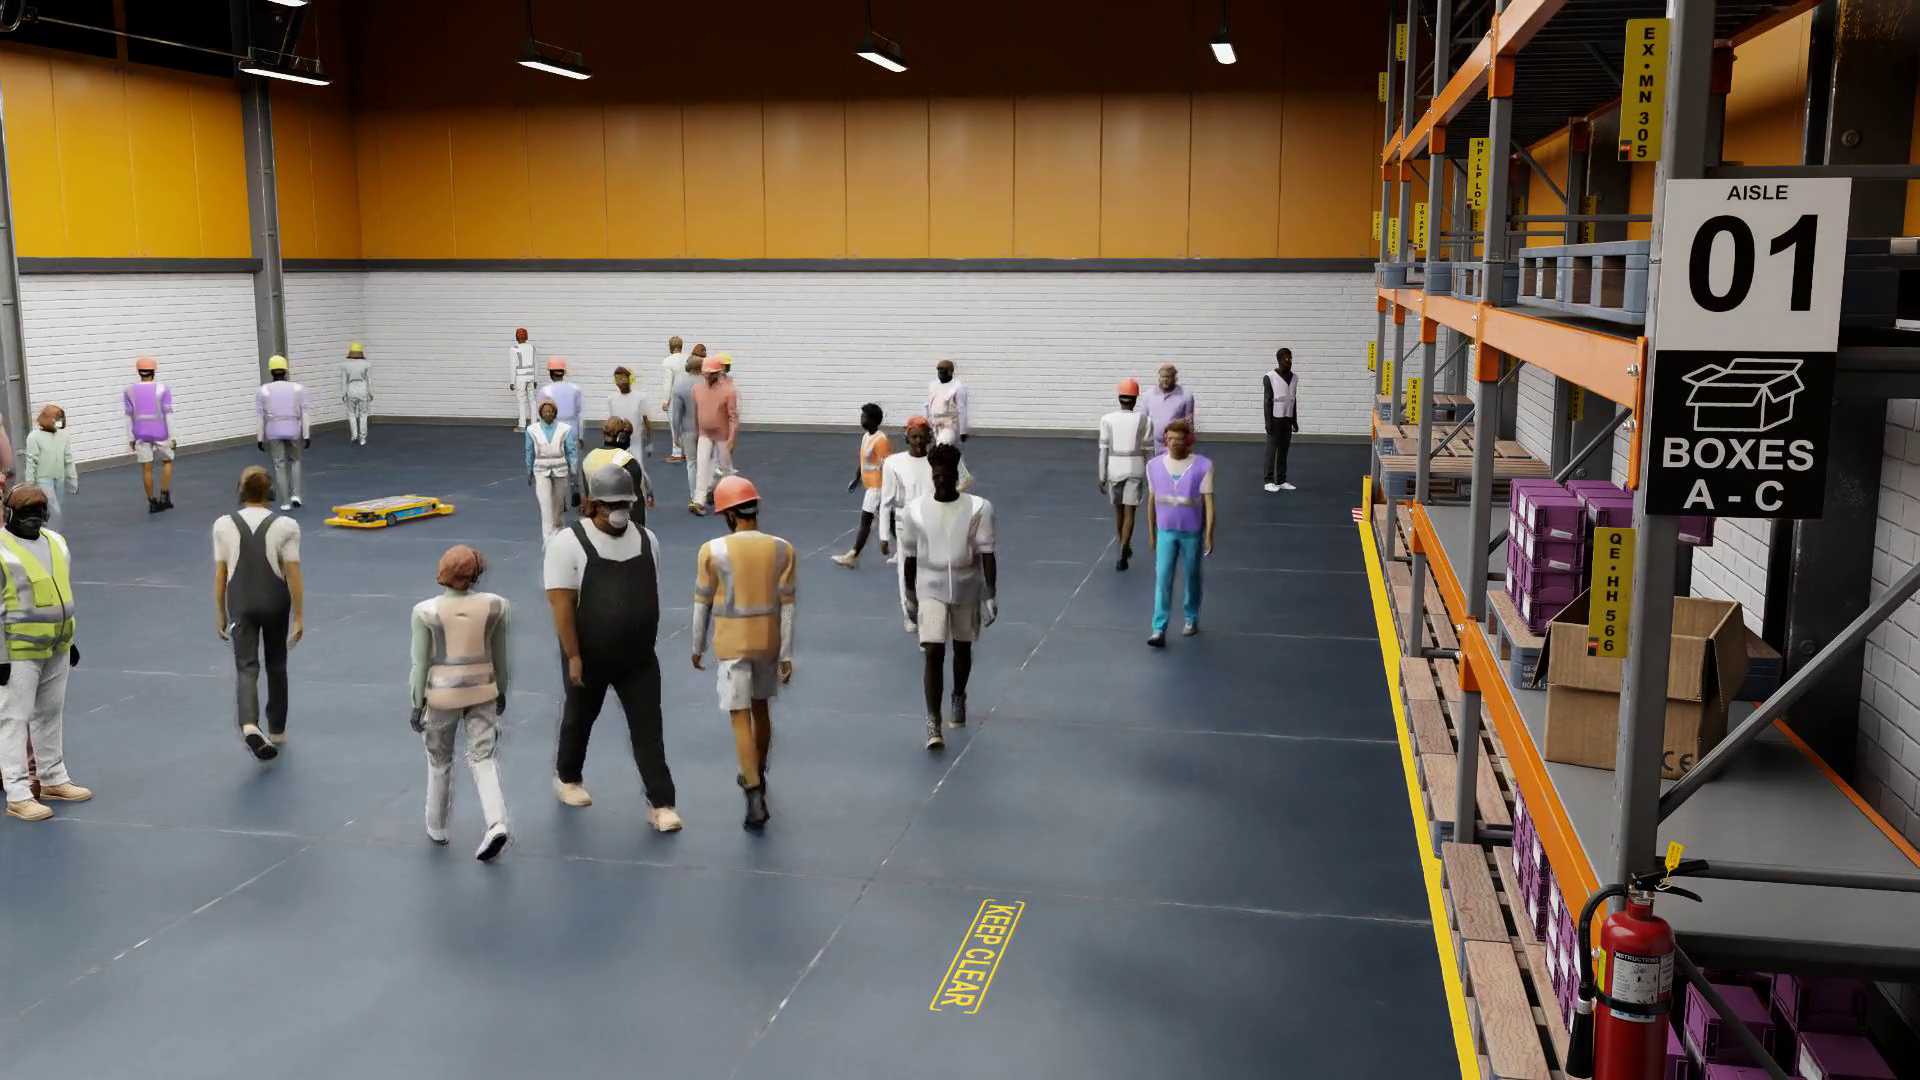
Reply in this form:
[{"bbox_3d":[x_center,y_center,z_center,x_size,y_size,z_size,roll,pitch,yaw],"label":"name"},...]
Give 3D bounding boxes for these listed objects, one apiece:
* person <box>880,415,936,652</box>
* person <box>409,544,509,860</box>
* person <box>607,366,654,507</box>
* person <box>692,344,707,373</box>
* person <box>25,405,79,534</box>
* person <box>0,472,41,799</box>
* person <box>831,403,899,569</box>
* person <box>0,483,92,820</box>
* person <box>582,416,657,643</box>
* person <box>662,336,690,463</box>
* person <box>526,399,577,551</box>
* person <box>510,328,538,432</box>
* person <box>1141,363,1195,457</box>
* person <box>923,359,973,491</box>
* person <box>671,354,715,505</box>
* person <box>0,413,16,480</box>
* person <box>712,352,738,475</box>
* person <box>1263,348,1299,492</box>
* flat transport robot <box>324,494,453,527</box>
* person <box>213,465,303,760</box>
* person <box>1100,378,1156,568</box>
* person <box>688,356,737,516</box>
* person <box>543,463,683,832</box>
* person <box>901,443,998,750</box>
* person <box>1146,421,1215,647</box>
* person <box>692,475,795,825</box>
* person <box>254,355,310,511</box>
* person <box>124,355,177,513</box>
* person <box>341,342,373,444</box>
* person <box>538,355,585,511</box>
[{"bbox_3d":[-0.350,-0.090,13.358,0.589,1.848,0.958,-1,9,-5],"label":"person"},{"bbox_3d":[-2.546,0.825,8.536,0.527,1.606,0.744,-6,11,-30],"label":"person"},{"bbox_3d":[-3.938,-1.186,20.000,0.518,1.837,0.700,1,9,7],"label":"person"},{"bbox_3d":[-4.625,-2.668,29.534,0.503,1.627,0.270,6,11,33],"label":"person"},{"bbox_3d":[-9.185,-0.570,16.908,0.615,1.605,0.520,3,10,17],"label":"person"},{"bbox_3d":[-5.425,0.536,9.386,0.643,1.910,0.400,4,10,22],"label":"person"},{"bbox_3d":[-0.872,-0.544,16.637,0.854,1.649,0.548,-2,10,-15],"label":"person"},{"bbox_3d":[-5.118,0.602,9.202,0.430,1.841,0.624,2,10,12],"label":"person"},{"bbox_3d":[-2.702,-0.067,13.237,0.621,1.839,0.429,8,12,39],"label":"person"},{"bbox_3d":[-4.318,-2.155,25.504,0.356,1.936,0.638,7,12,36],"label":"person"},{"bbox_3d":[-4.391,-0.723,17.891,0.526,1.601,0.834,-3,10,-17],"label":"person"},{"bbox_3d":[-7.883,-2.883,30.061,0.355,1.882,0.575,8,12,39],"label":"person"},{"bbox_3d":[2.450,-1.162,19.678,0.649,1.879,0.777,3,10,20],"label":"person"},{"bbox_3d":[-0.144,-1.496,21.981,0.954,1.802,0.627,-8,12,-40],"label":"person"},{"bbox_3d":[-3.258,-1.342,20.628,0.649,1.929,0.444,-4,10,-21],"label":"person"},{"bbox_3d":[-10.204,-0.770,17.356,0.664,1.877,0.692,2,10,12],"label":"person"},{"bbox_3d":[-3.412,-1.826,24.046,0.318,1.766,0.530,4,10,22],"label":"person"},{"bbox_3d":[4.303,-1.618,22.325,0.592,1.922,0.386,-7,12,-35],"label":"person"},{"bbox_3d":[-6.735,-0.350,19.644,0.652,0.197,1.431,4,10,24],"label":"flat transport robot"},{"bbox_3d":[-4.303,0.457,10.200,0.525,1.804,0.840,-3,10,-17],"label":"person"},{"bbox_3d":[1.686,-0.682,16.793,0.561,1.893,0.997,2,10,14],"label":"person"},{"bbox_3d":[-2.989,-1.250,20.055,0.627,1.929,1.044,2,10,13],"label":"person"},{"bbox_3d":[-1.928,0.521,9.072,0.682,2.000,1.031,-7,11,-35],"label":"person"},{"bbox_3d":[-0.068,0.336,10.580,0.606,1.912,1.008,0,9,-2],"label":"person"},{"bbox_3d":[1.757,-0.061,13.315,0.593,1.794,0.966,3,10,20],"label":"person"},{"bbox_3d":[-1.154,0.591,9.147,0.538,1.888,0.910,-5,11,-28],"label":"person"},{"bbox_3d":[-8.359,-1.315,20.502,0.611,1.912,0.500,-5,11,-30],"label":"person"},{"bbox_3d":[-9.880,-1.296,20.361,0.569,1.924,0.496,-2,10,-10],"label":"person"},{"bbox_3d":[-10.156,-2.473,28.054,0.502,1.725,0.466,-3,10,-17],"label":"person"},{"bbox_3d":[-4.892,-1.302,20.410,0.569,1.919,0.455,-6,11,-30],"label":"person"}]
